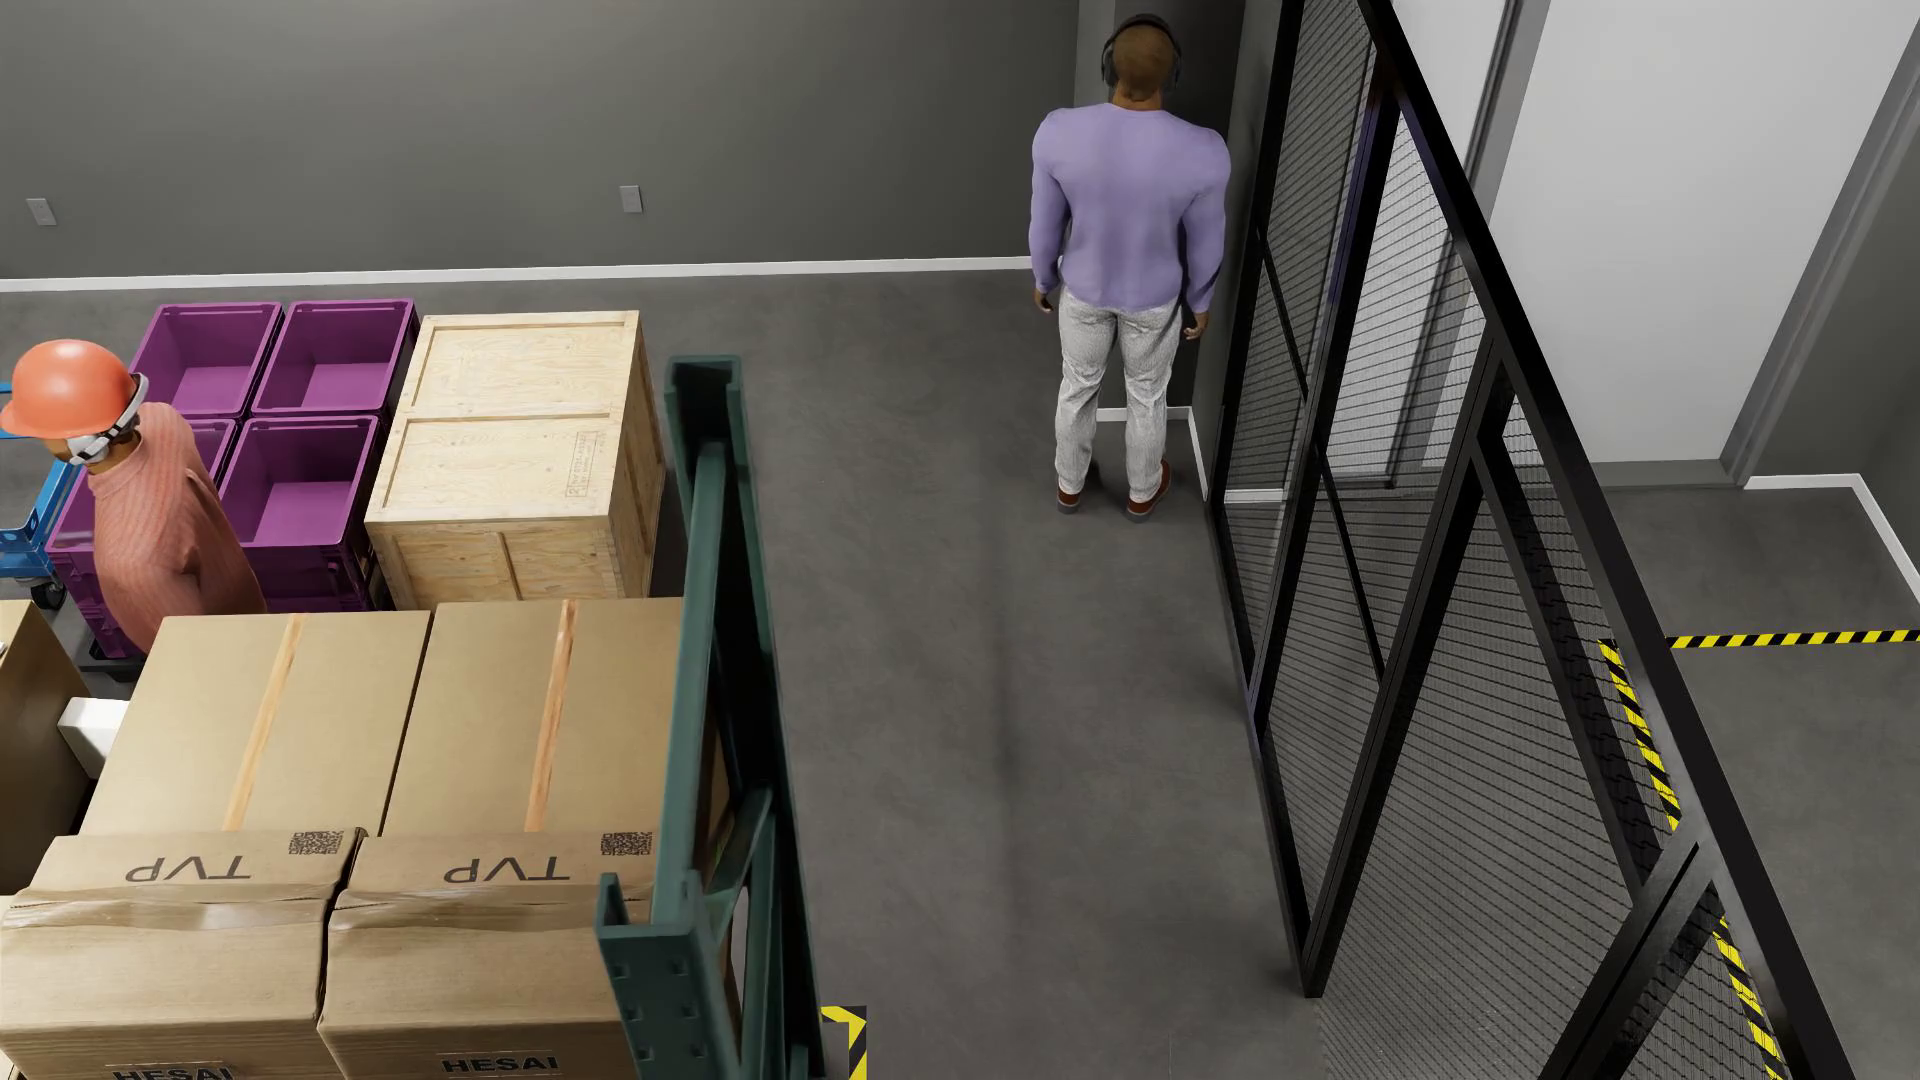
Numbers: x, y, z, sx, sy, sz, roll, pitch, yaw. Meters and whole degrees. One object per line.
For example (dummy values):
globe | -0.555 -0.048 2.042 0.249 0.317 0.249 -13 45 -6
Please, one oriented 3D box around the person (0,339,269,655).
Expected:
person | -2.037 0.254 4.476 0.376 1.995 0.609 -12 48 -11

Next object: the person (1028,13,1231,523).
person | 0.542 -0.844 5.563 0.635 1.936 0.356 10 47 9
